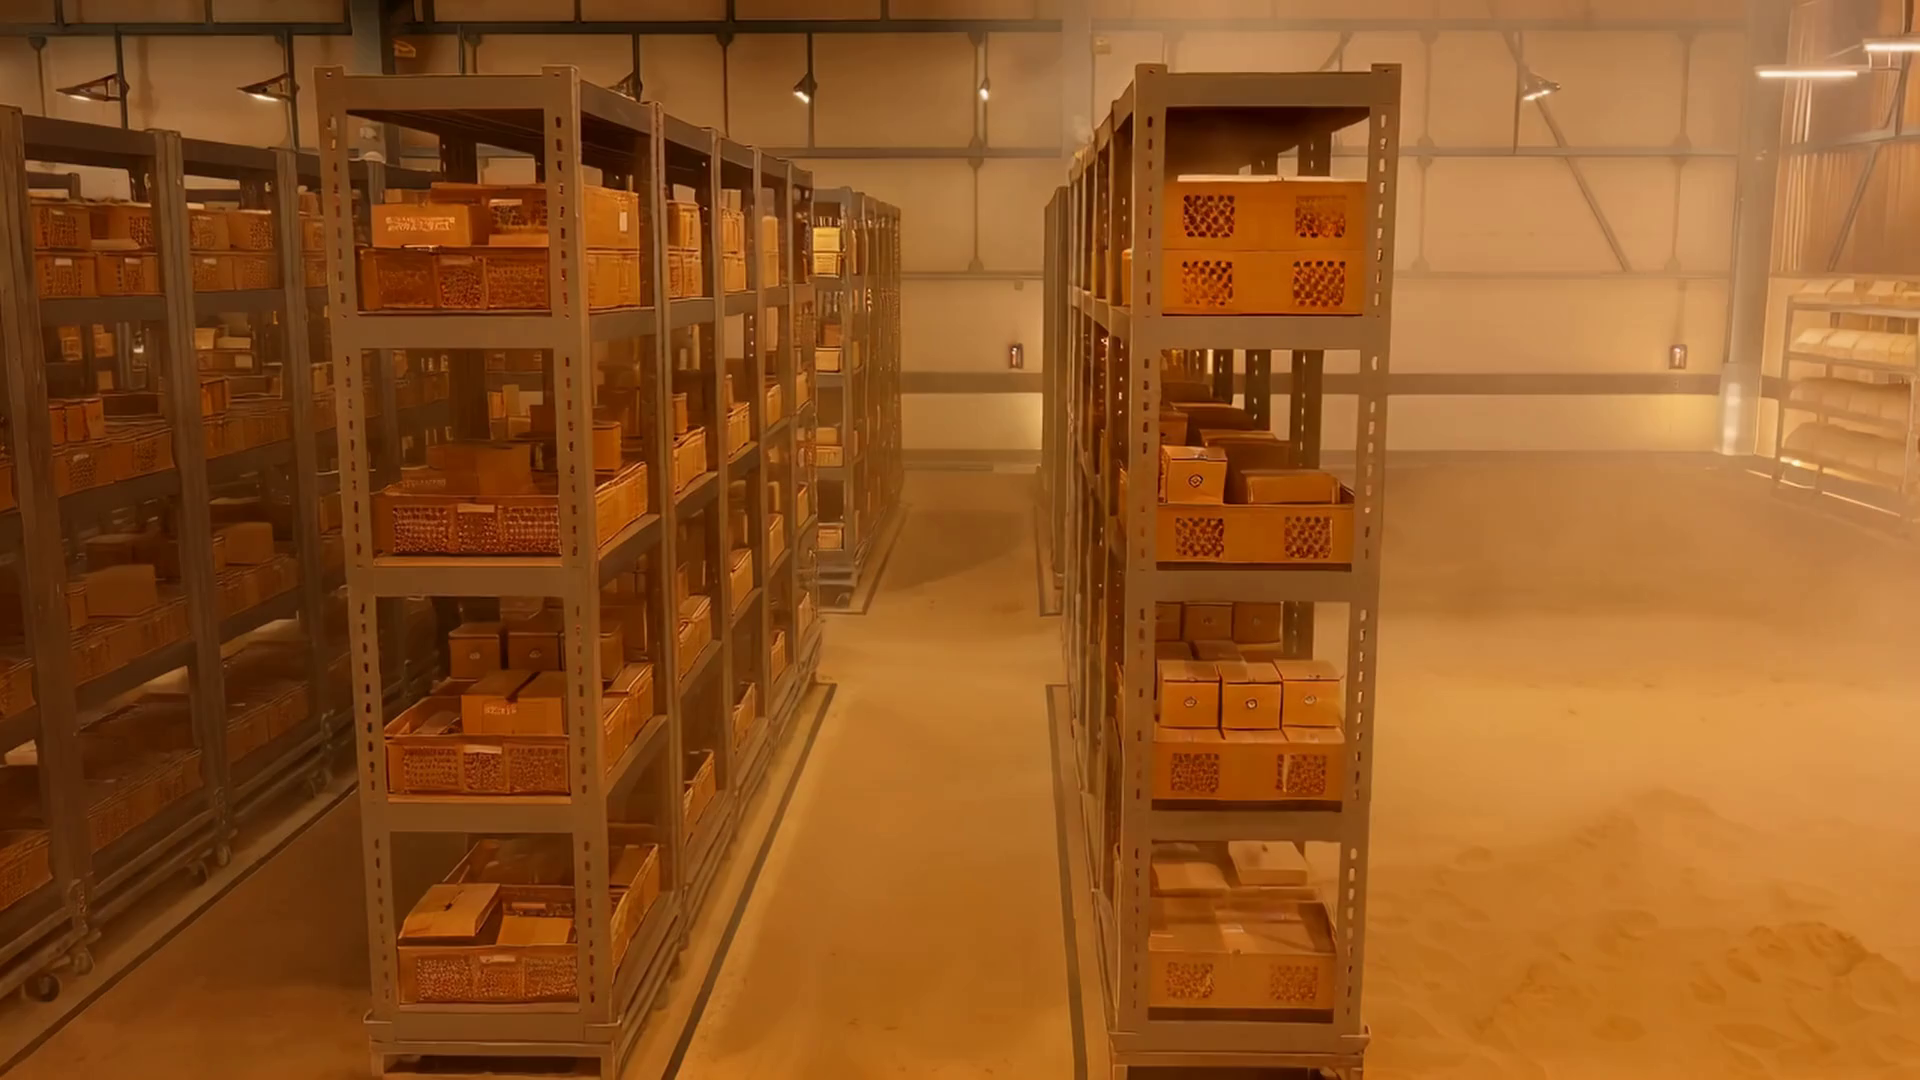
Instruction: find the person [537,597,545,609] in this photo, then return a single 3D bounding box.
[{"bbox_3d":[-2.839,0.161,11.505,0.390,1.847,0.563,-1,10,-5],"label":"person"}]
